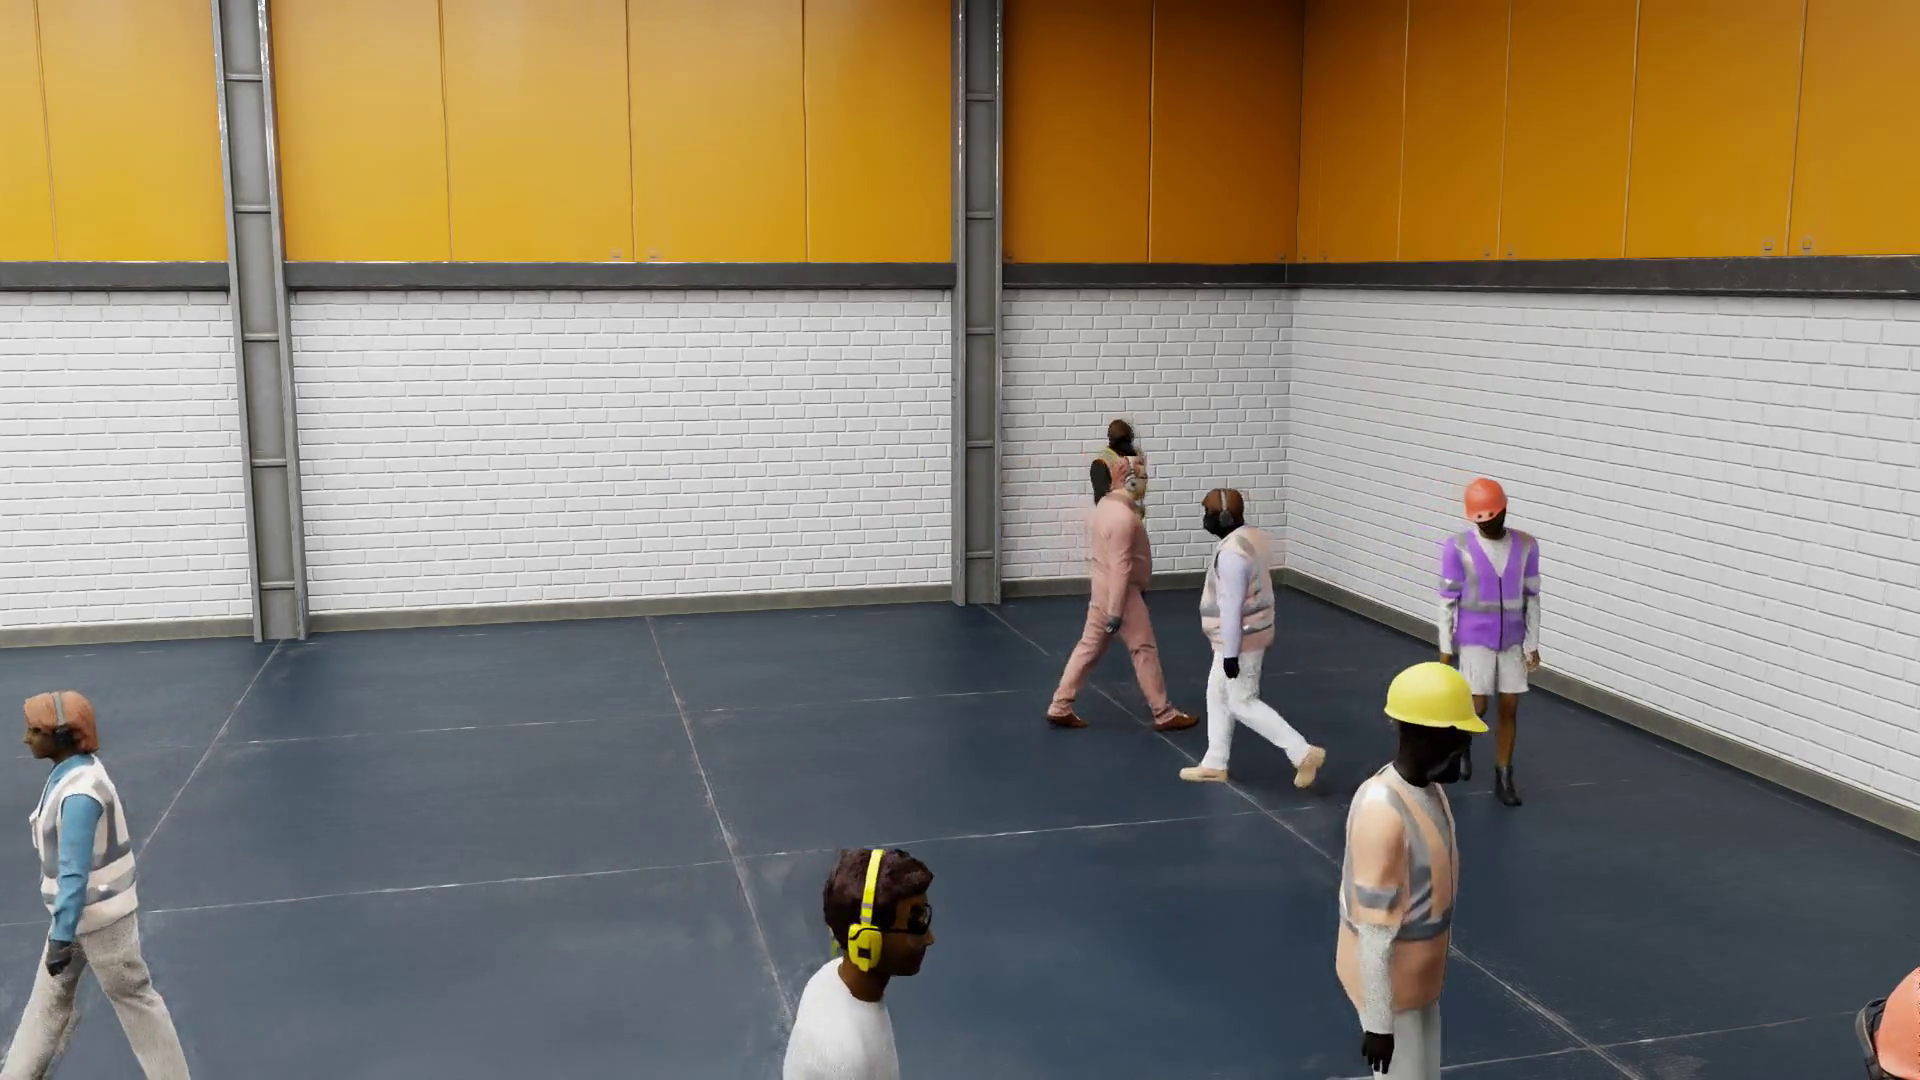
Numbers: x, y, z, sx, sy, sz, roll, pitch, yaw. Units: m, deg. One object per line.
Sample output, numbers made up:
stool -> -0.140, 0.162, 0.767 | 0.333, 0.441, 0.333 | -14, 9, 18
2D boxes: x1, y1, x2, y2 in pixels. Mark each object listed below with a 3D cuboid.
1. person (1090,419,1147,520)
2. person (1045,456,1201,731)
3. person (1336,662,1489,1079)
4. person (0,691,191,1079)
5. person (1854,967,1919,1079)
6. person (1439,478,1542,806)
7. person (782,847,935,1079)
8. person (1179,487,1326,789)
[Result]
person -> 1.437, -0.153, 14.366 | 0.440, 1.806, 0.780 | 8, 12, 41
person -> 1.051, 0.365, 10.964 | 1.019, 1.857, 0.657 | -2, 9, -11
person -> 1.257, 1.290, 4.986 | 0.562, 1.912, 0.595 | 5, 10, 29
person -> -3.132, 1.318, 5.778 | 0.830, 1.600, 0.549 | -6, 11, -32
person -> 1.481, 1.613, 2.593 | 0.609, 2.036, 0.408 | -7, 12, -38
person -> 3.019, 0.570, 9.562 | 0.545, 1.896, 0.547 | -1, 9, -3
person -> -0.150, 1.552, 3.624 | 0.939, 1.823, 0.492 | 1, 9, 5
person -> 1.725, 0.585, 9.737 | 0.798, 1.807, 0.650 | 2, 9, 15
